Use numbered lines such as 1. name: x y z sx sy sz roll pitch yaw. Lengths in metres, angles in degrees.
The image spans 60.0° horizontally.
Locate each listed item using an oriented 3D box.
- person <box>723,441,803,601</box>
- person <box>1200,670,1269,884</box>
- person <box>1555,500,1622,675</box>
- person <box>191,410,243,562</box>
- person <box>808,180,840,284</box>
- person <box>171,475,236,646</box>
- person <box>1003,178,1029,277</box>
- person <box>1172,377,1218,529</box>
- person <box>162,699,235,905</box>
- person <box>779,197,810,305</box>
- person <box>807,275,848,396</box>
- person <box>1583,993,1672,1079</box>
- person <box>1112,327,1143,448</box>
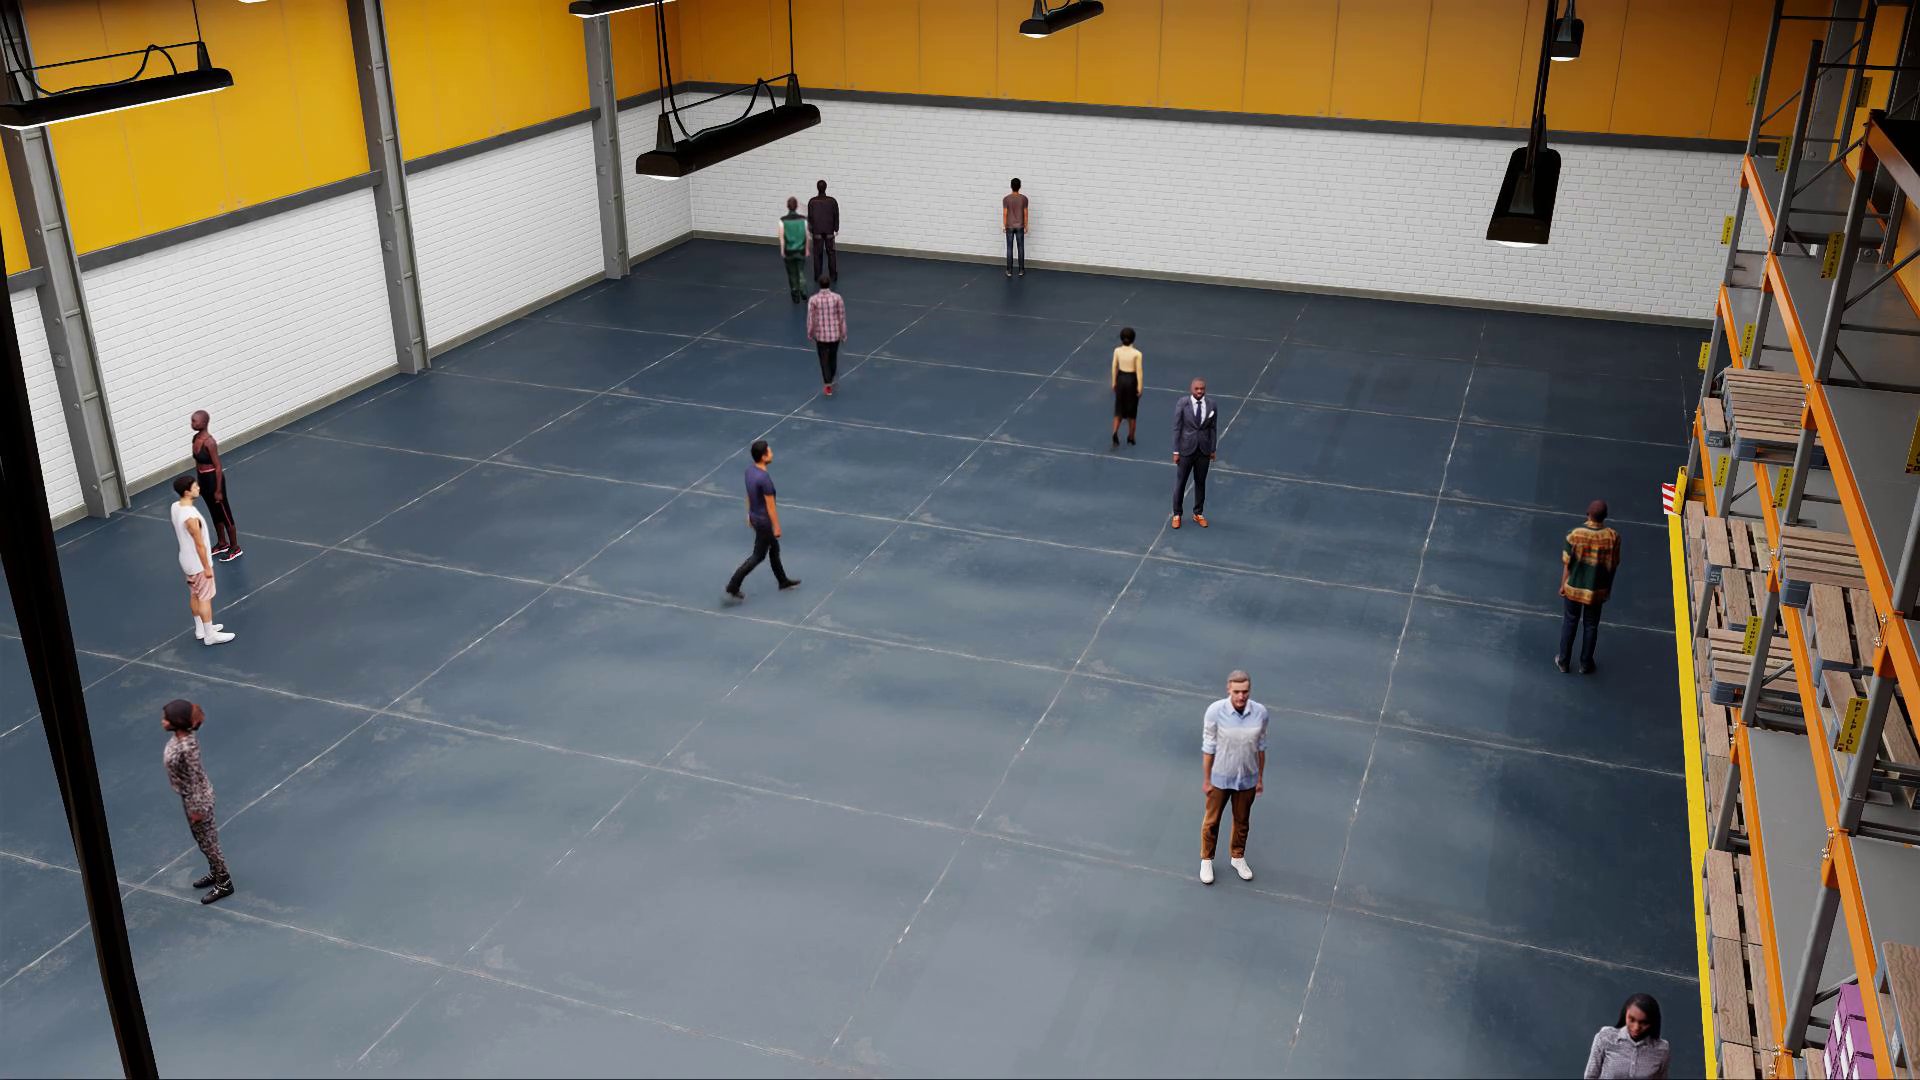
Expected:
1. person: -2.180 -0.172 17.730 1.210 1.760 1.130 -11 26 -24
2. person: 2.136 1.830 13.067 0.770 1.827 0.753 -3 24 -8
3. person: 6.116 0.453 16.240 0.708 1.808 0.666 6 24 14
4. person: -8.435 -0.635 18.792 0.637 1.757 0.628 17 29 33
5. person: -2.464 -5.562 29.963 0.801 1.838 0.762 -3 24 -7
6. person: -7.751 0.196 16.856 0.718 1.786 0.726 -20 31 -38
7. person: 1.015 -5.733 30.428 0.699 1.779 0.682 -2 24 -3
8. person: 2.762 -1.054 19.668 0.786 1.824 0.774 -3 24 -6
9. person: -5.889 1.998 12.824 0.720 1.714 0.679 -15 28 -30
10. person: -2.834 -4.947 28.567 0.806 1.829 0.865 -7 25 -16
11. person: -1.923 -2.941 24.119 1.089 1.715 1.225 -6 24 -13
12. person: 3.841 3.360 9.693 0.591 1.725 0.517 9 25 20
13. person: 2.199 -2.020 22.090 0.618 1.654 0.680 13 27 27
